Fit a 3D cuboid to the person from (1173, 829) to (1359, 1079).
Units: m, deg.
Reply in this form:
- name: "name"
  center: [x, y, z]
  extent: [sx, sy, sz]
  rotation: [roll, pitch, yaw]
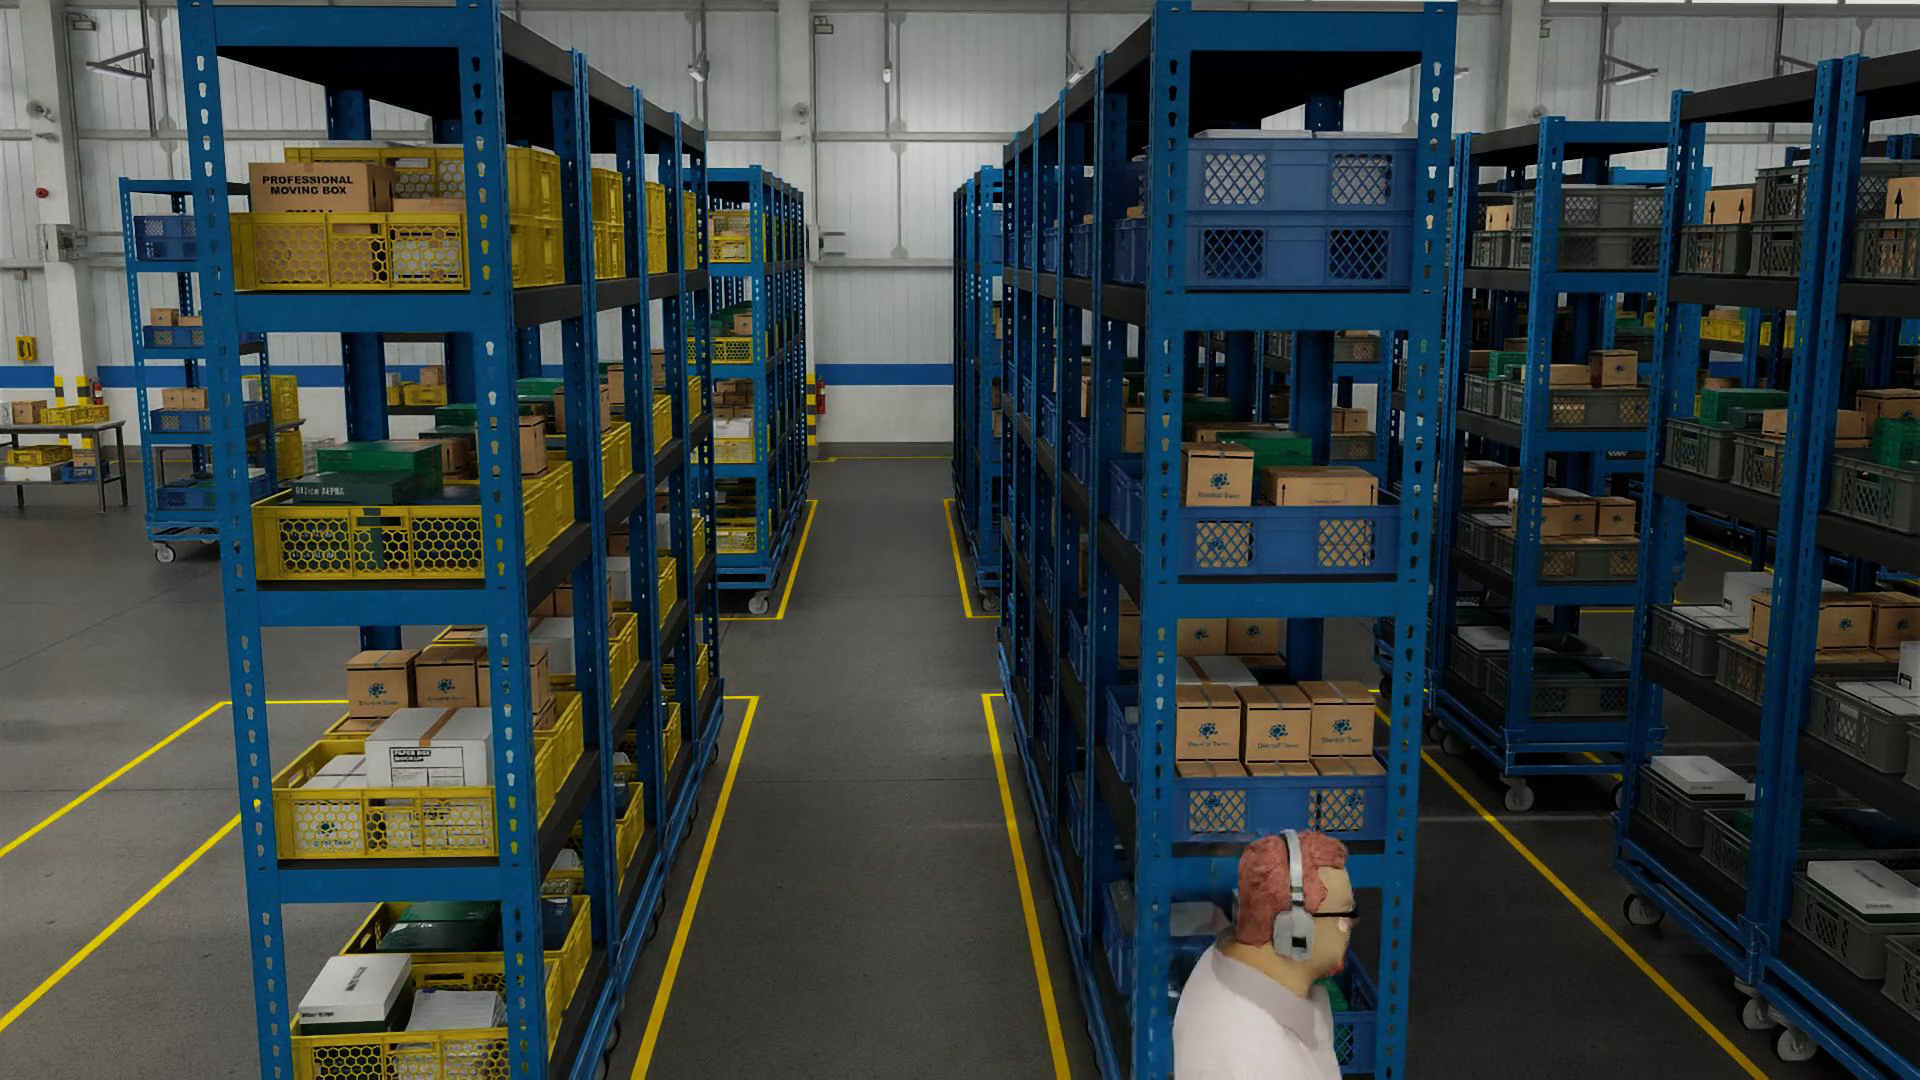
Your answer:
- name: "person"
  center: [0.551, 1.466, 3.381]
  extent: [1.008, 1.860, 0.657]
  rotation: [1, 10, 4]
